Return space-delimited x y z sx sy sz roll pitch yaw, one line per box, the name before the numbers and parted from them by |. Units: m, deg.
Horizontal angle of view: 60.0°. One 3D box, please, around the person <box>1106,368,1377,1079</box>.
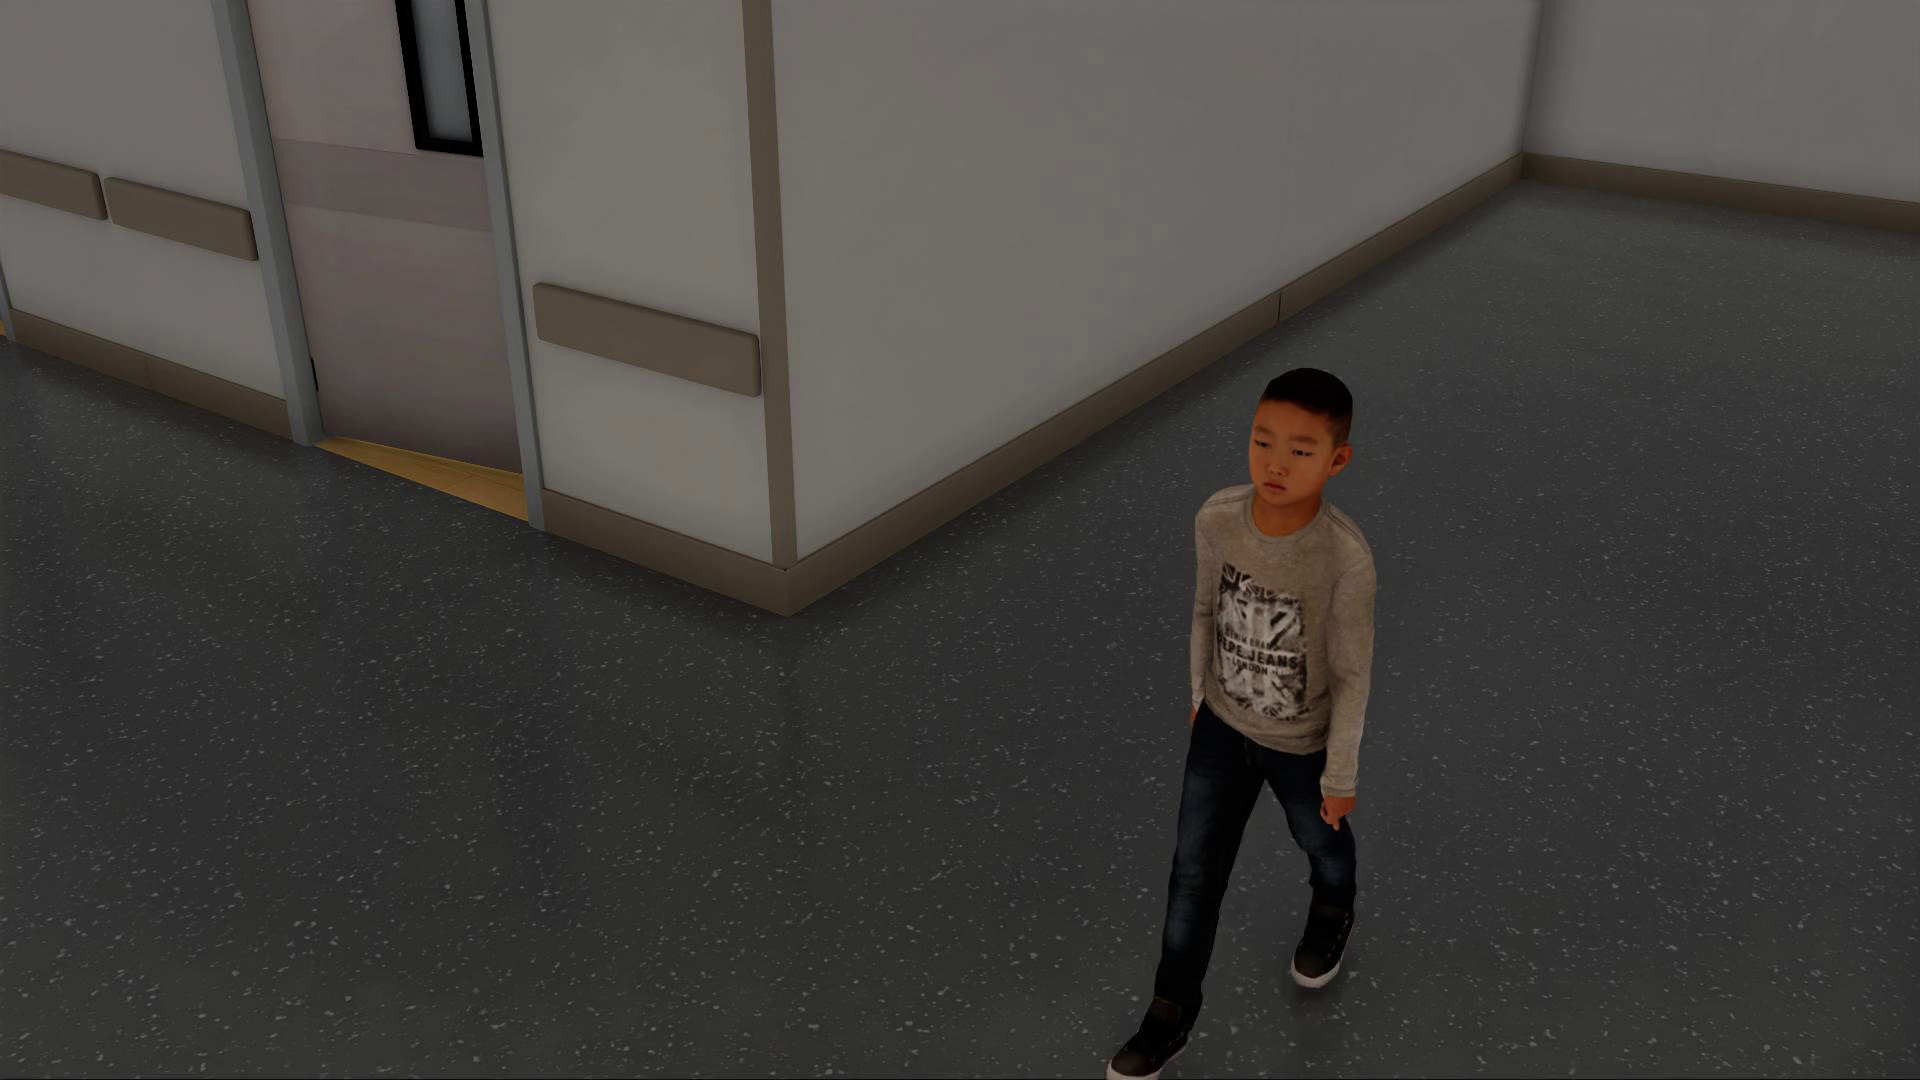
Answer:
person | 0.668 0.347 3.302 0.550 1.429 0.984 17 30 31
